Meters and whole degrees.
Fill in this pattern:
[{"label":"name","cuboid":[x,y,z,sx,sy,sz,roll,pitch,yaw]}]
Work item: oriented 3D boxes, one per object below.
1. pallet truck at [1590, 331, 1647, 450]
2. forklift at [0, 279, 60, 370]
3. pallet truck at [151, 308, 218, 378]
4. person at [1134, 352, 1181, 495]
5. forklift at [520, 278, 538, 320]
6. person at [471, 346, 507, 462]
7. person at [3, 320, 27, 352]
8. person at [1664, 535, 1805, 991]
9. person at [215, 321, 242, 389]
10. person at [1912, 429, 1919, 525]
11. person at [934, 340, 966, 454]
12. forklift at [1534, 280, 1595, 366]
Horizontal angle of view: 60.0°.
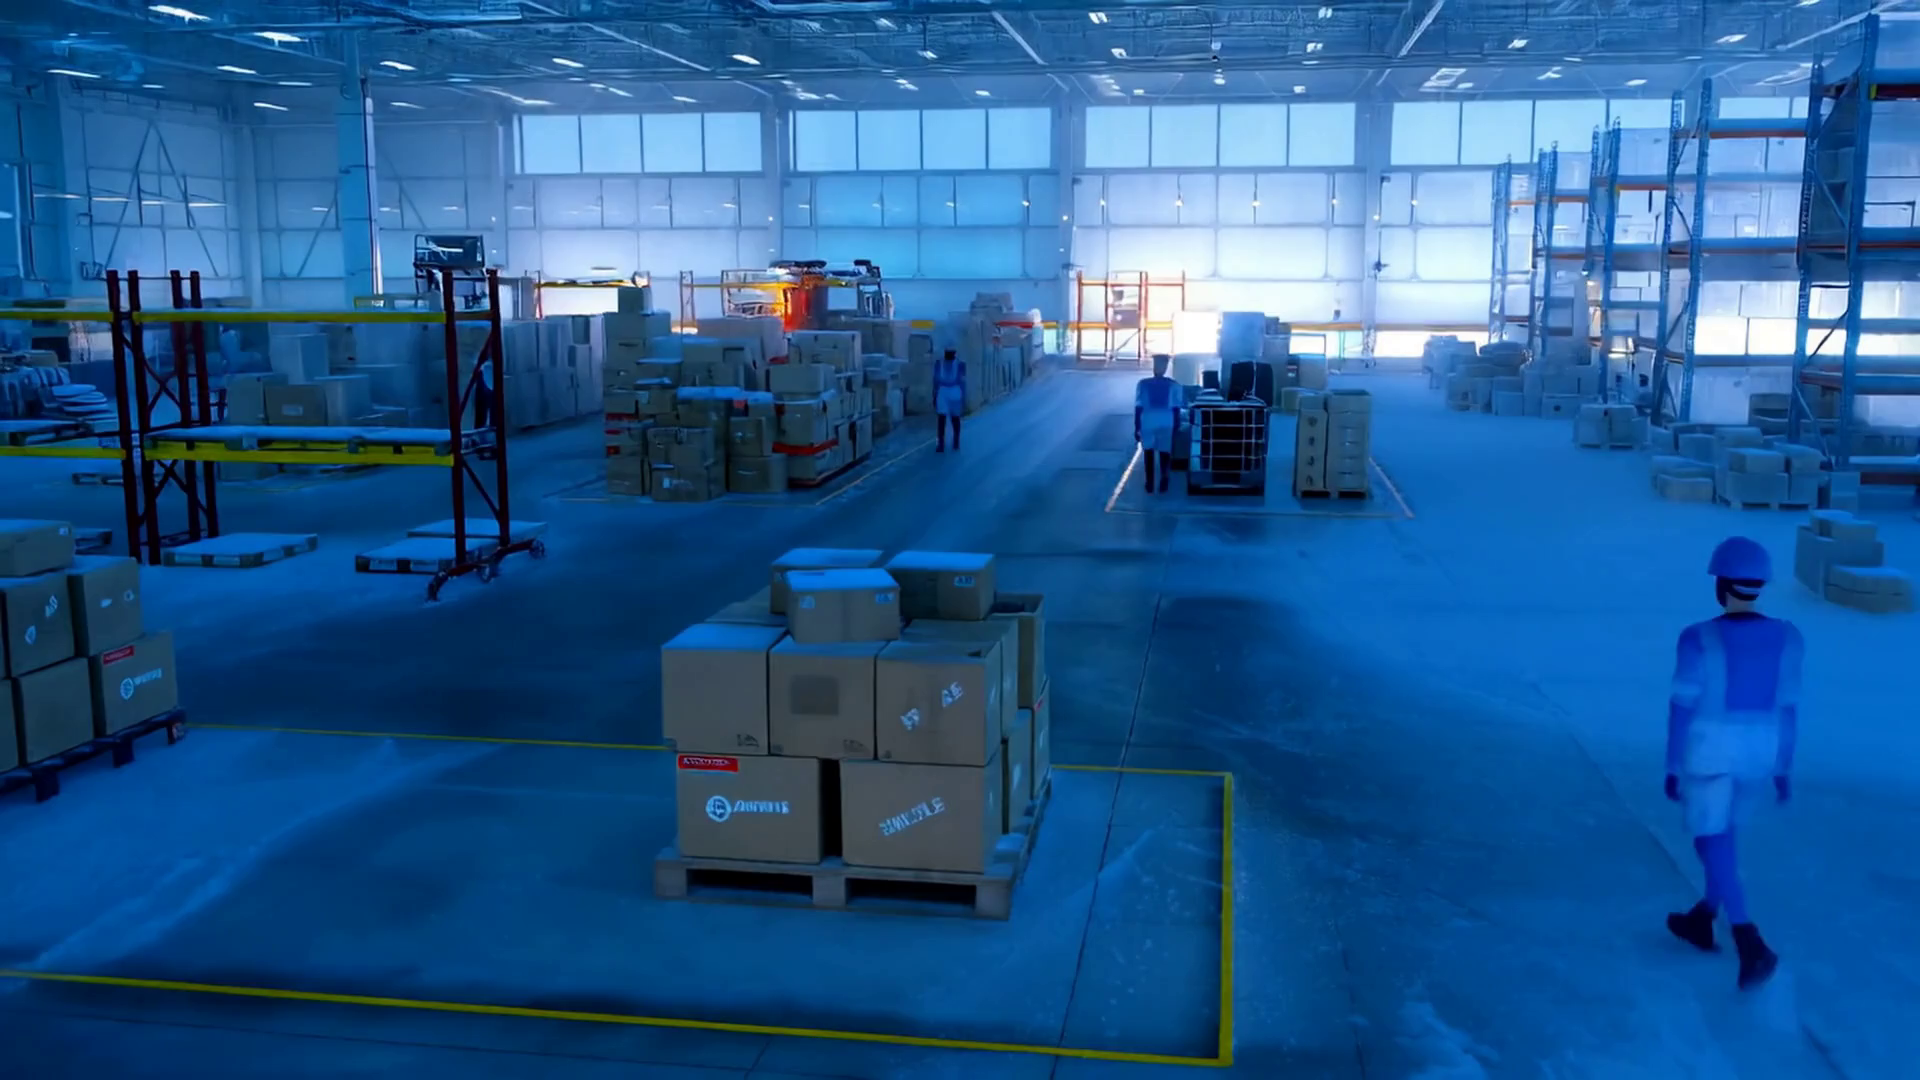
[{"label":"pallet truck","cuboid":[11.253,-2.573,28.499,0.823,1.965,1.885,5,10,27]},{"label":"forklift","cuboid":[-22.592,-4.798,39.505,1.873,2.768,1.129,1,9,9]},{"label":"pallet truck","cuboid":[-21.869,-5.598,47.154,0.823,1.965,1.885,4,10,26]},{"label":"person","cuboid":[2.655,-1.555,22.362,0.625,1.945,0.520,0,9,0]},{"label":"forklift","cuboid":[-11.622,-5.673,44.905,1.873,2.768,1.129,-3,10,-17]},{"label":"person","cuboid":[-7.478,-2.150,26.364,0.514,1.842,0.328,2,10,15]},{"label":"person","cuboid":[-22.438,-4.268,39.400,0.618,1.851,0.488,-1,9,-4]},{"label":"person","cuboid":[3.327,0.939,7.122,0.550,1.913,0.866,-1,9,-5]},{"label":"person","cuboid":[-17.268,-4.249,39.184,0.648,1.887,1.011,6,11,34]},{"label":"person","cuboid":[11.491,-0.986,19.638,0.315,1.696,0.541,2,9,12]},{"label":"person","cuboid":[-0.163,-2.391,27.755,0.564,1.884,1.007,2,9,11]},{"label":"forklift","cuboid":[13.996,-4.463,37.442,1.873,2.768,1.129,1,9,9]}]
